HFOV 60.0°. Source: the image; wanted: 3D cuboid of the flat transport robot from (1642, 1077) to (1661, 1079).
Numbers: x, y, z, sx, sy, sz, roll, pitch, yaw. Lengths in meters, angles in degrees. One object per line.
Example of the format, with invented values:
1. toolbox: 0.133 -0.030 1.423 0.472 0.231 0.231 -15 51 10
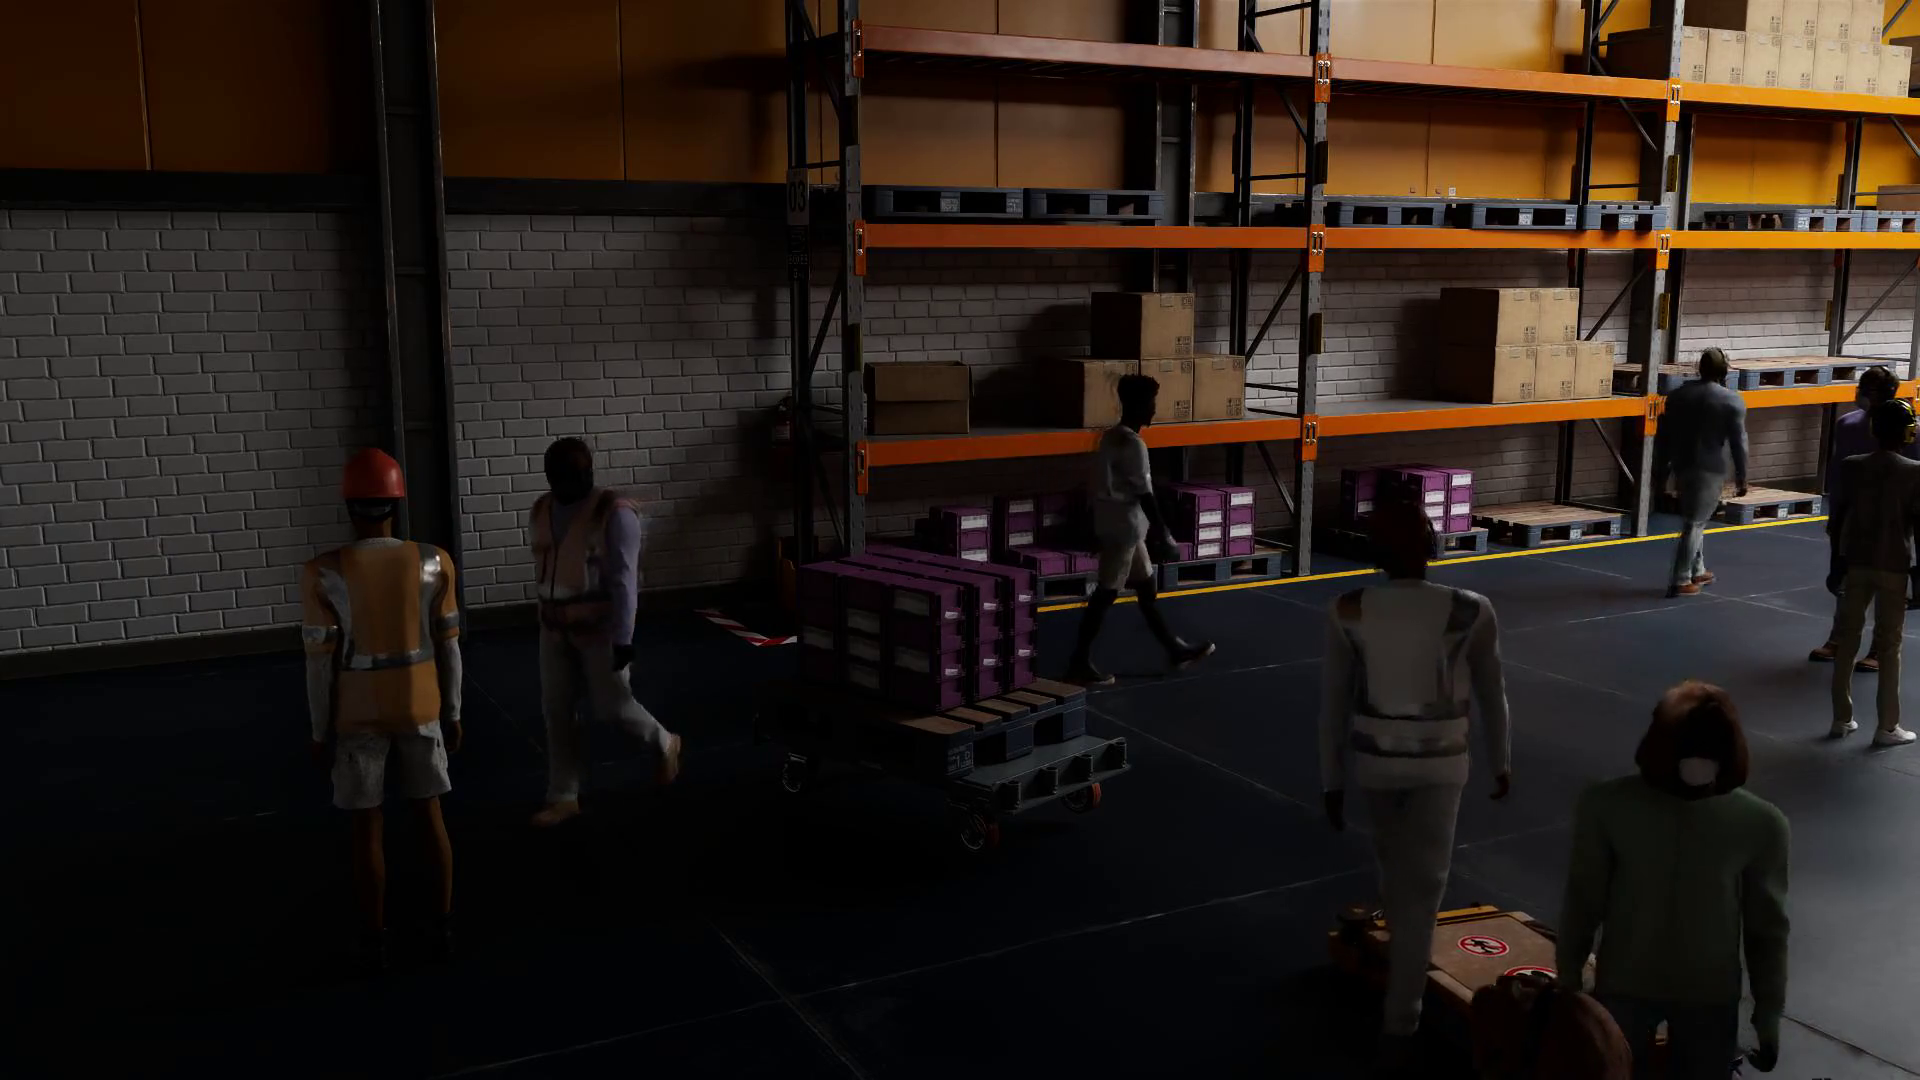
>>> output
1. flat transport robot: 2.365 1.781 4.281 0.652 0.197 1.431 -2 10 -12

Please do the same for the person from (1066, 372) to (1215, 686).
1. person: 1.113 -0.056 10.131 1.025 1.907 0.628 -1 10 -5

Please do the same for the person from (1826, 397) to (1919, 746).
1. person: 4.951 0.167 8.974 0.335 1.873 0.520 -7 12 -36

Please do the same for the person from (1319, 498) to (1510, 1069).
1. person: 1.511 0.772 5.620 0.600 1.829 1.039 5 11 26

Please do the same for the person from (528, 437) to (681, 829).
1. person: -1.691 0.404 7.790 0.645 1.815 0.752 5 11 27

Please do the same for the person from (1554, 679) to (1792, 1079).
1. person: 1.743 1.132 4.107 0.536 1.618 0.466 3 10 16

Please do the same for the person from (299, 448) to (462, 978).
1. person: -2.118 0.628 6.123 0.551 1.935 0.375 -6 11 -29

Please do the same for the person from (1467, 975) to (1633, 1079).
1. person: 0.857 1.424 2.542 0.909 1.587 0.520 9 14 43

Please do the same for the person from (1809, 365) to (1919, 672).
1. person: 5.773 -0.136 10.528 0.374 1.936 0.628 -5 11 -25

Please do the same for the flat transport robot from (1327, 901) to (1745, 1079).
1. flat transport robot: 1.896 1.547 5.625 0.652 0.197 1.431 -3 10 -17

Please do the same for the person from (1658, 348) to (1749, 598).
1. person: 5.782 -0.521 12.827 0.868 1.901 0.653 -6 12 -31
